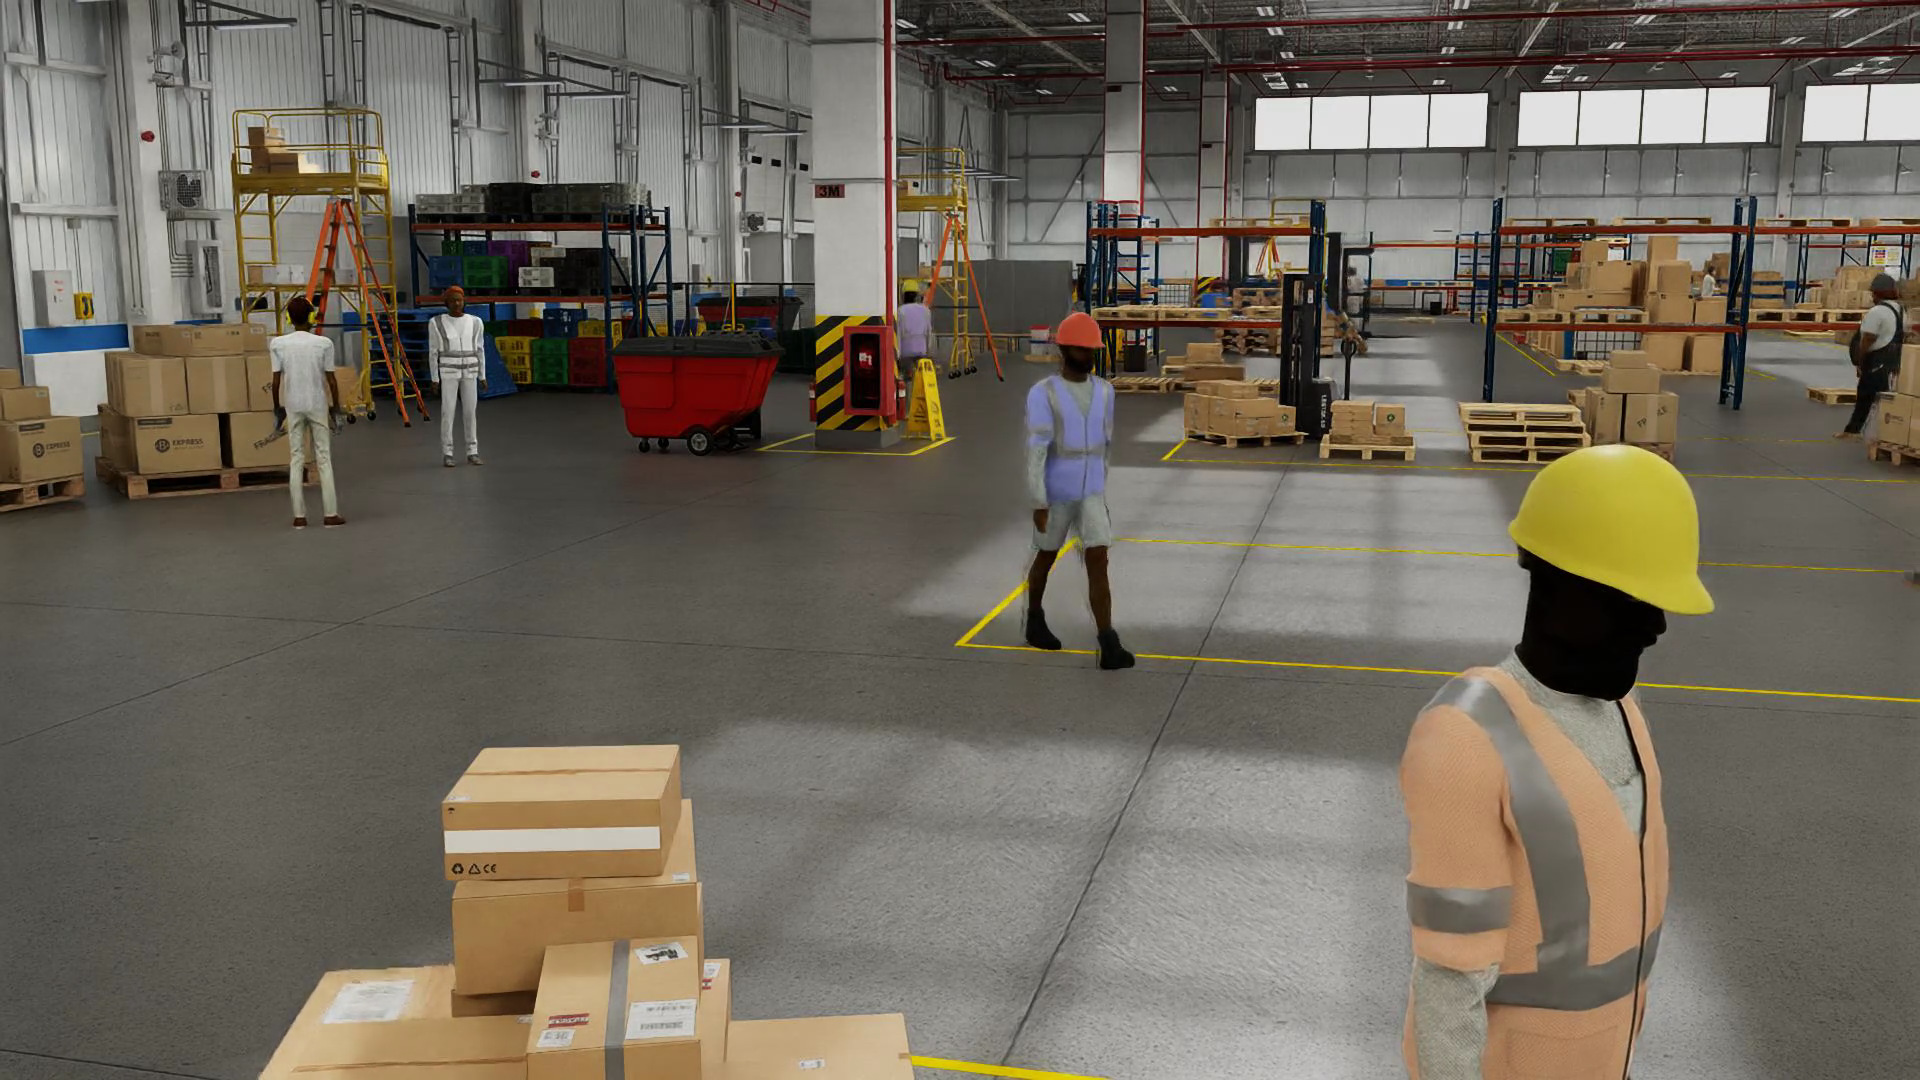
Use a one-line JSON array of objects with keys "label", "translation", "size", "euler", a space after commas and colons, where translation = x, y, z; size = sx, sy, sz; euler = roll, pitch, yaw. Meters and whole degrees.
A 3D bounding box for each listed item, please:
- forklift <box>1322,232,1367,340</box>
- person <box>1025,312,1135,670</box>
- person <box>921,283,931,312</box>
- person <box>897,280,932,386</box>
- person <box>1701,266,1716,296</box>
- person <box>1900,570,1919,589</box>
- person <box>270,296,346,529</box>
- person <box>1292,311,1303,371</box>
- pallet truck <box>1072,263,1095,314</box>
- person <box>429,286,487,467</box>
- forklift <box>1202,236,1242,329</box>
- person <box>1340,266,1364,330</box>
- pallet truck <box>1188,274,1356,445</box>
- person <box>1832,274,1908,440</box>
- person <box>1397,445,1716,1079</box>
[{"label": "forklift", "translation": [9.776, -6.672, 43.688], "size": [1.873, 2.768, 1.129], "euler": [2, 10, 14]}, {"label": "person", "translation": [0.611, -0.270, 8.922], "size": [0.563, 1.884, 1.020], "euler": [-5, 11, -26]}, {"label": "person", "translation": [-0.878, -6.891, 48.597], "size": [0.552, 1.652, 0.867], "euler": [5, 11, 26]}, {"label": "person", "translation": [-0.657, -2.493, 22.056], "size": [0.609, 1.869, 1.001], "euler": [-5, 11, -25]}, {"label": "person", "translation": [22.857, -7.405, 50.815], "size": [0.369, 1.932, 0.633], "euler": [5, 11, 28]}, {"label": "person", "translation": [6.495, -0.550, 10.650], "size": [0.579, 1.850, 0.834], "euler": [-4, 11, -24]}, {"label": "person", "translation": [-5.253, -1.017, 13.382], "size": [0.532, 1.864, 0.312], "euler": [-2, 10, -10]}, {"label": "person", "translation": [6.618, -4.102, 31.935], "size": [0.327, 1.735, 0.486], "euler": [6, 11, 32]}, {"label": "pallet truck", "translation": [4.325, -8.180, 55.162], "size": [0.823, 1.965, 1.885], "euler": [6, 11, 31]}, {"label": "person", "translation": [-5.233, -1.703, 17.360], "size": [0.583, 1.882, 0.338], "euler": [-6, 11, -32]}, {"label": "forklift", "translation": [8.324, -7.826, 50.481], "size": [1.873, 2.768, 1.129], "euler": [2, 10, 14]}, {"label": "person", "translation": [10.561, -6.406, 44.888], "size": [0.629, 1.940, 0.377], "euler": [2, 10, 14]}, {"label": "pallet truck", "translation": [3.653, -2.138, 19.590], "size": [1.885, 1.965, 0.823], "euler": [-4, 10, -20]}, {"label": "person", "translation": [10.848, -2.152, 19.543], "size": [0.687, 2.000, 0.987], "euler": [-7, 12, -37]}, {"label": "person", "translation": [0.864, 0.810, 2.470], "size": [0.381, 1.917, 0.585], "euler": [9, 13, 41]}]
